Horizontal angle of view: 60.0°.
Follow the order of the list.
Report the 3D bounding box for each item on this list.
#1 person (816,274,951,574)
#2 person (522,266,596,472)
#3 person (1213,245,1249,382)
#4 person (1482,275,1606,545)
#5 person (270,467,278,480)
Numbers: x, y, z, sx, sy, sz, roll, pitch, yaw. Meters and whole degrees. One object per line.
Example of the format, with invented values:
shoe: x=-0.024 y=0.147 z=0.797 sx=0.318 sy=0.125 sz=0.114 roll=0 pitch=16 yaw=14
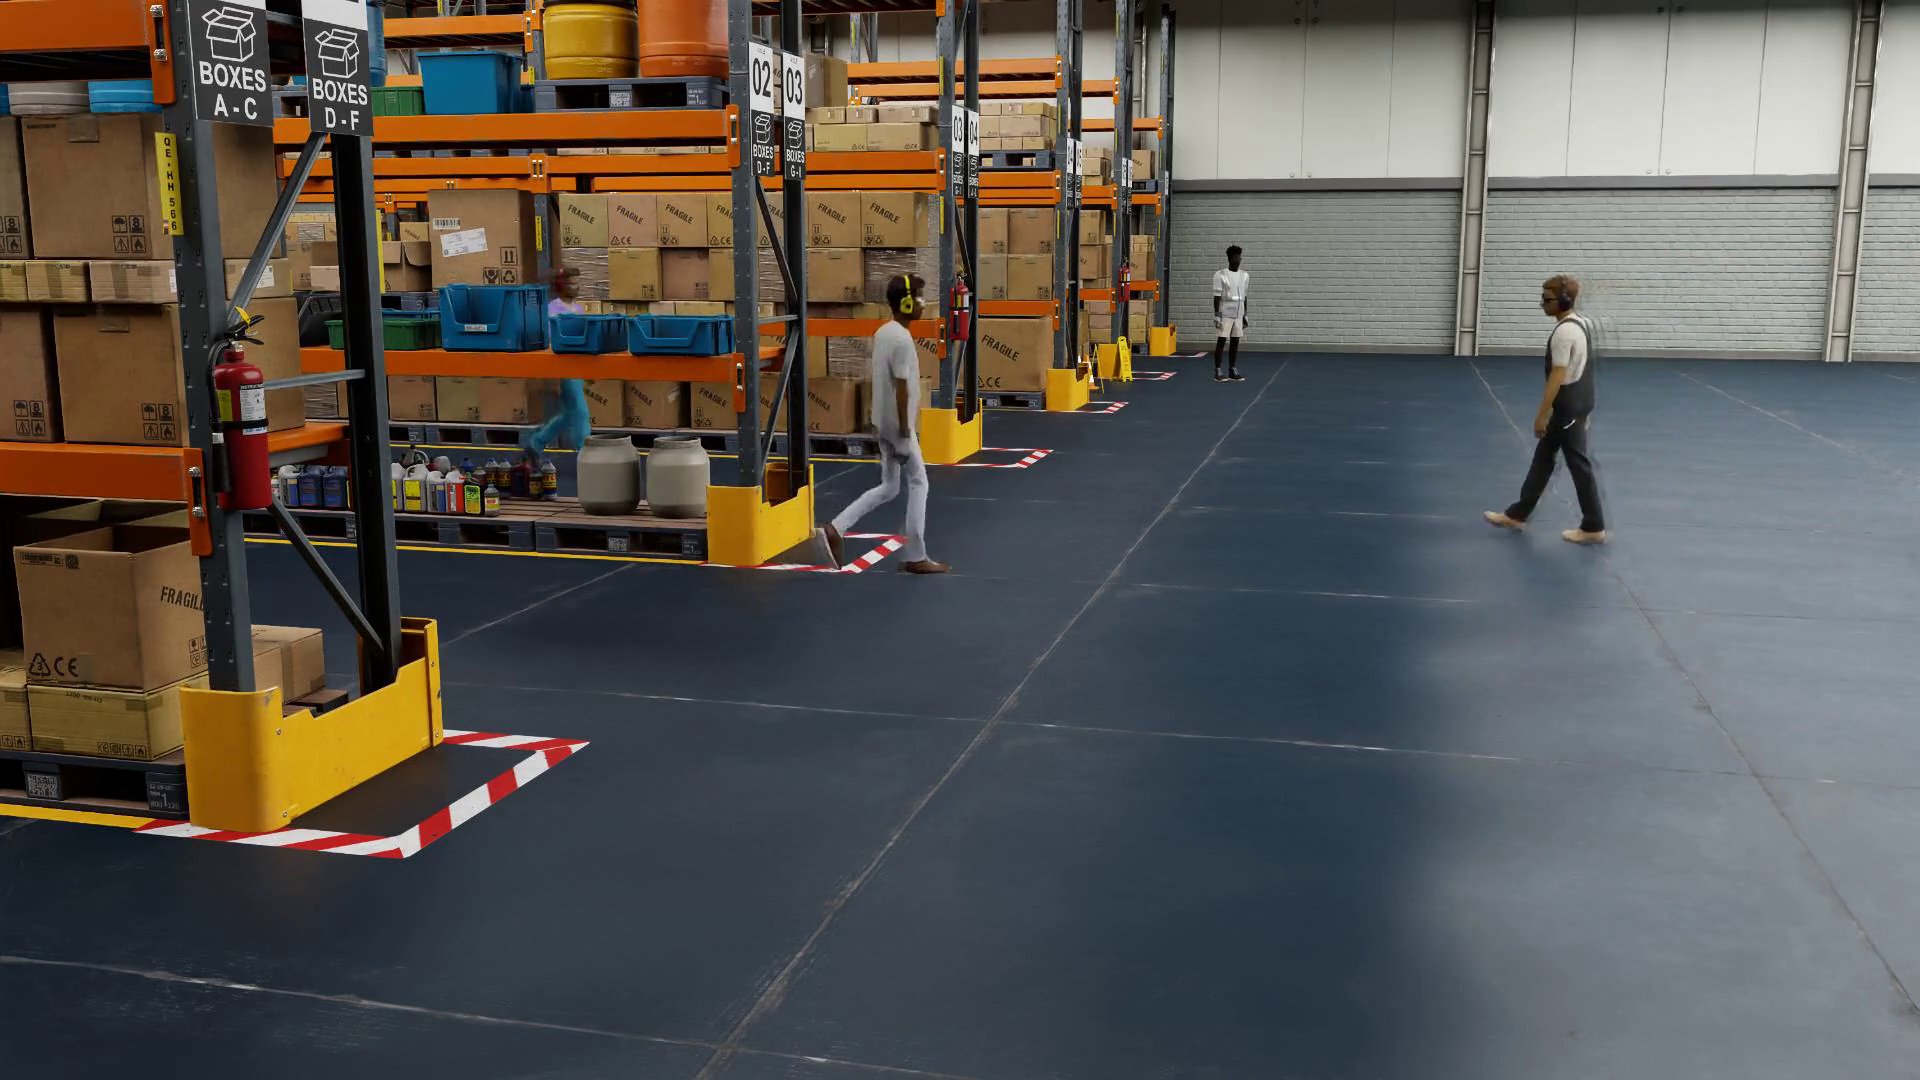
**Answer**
person: x=-0.458 y=-0.681 z=10.052 sx=0.759 sy=1.845 sz=0.527 roll=-4 pitch=11 yaw=-23
person: x=-3.423 y=-1.448 z=14.363 sx=0.808 sy=1.822 sz=0.572 roll=1 pitch=10 yaw=5
person: x=3.922 y=-3.265 z=24.041 sx=0.608 sy=1.962 sz=0.369 roll=-6 pitch=12 yaw=-28
person: x=3.970 y=-0.874 z=11.238 sx=0.929 sy=1.800 sz=0.524 roll=6 pitch=12 yaw=28
person: x=-5.715 y=-1.222 z=13.472 sx=0.320 sy=1.692 sz=0.531 roll=-2 pitch=10 yaw=-9
